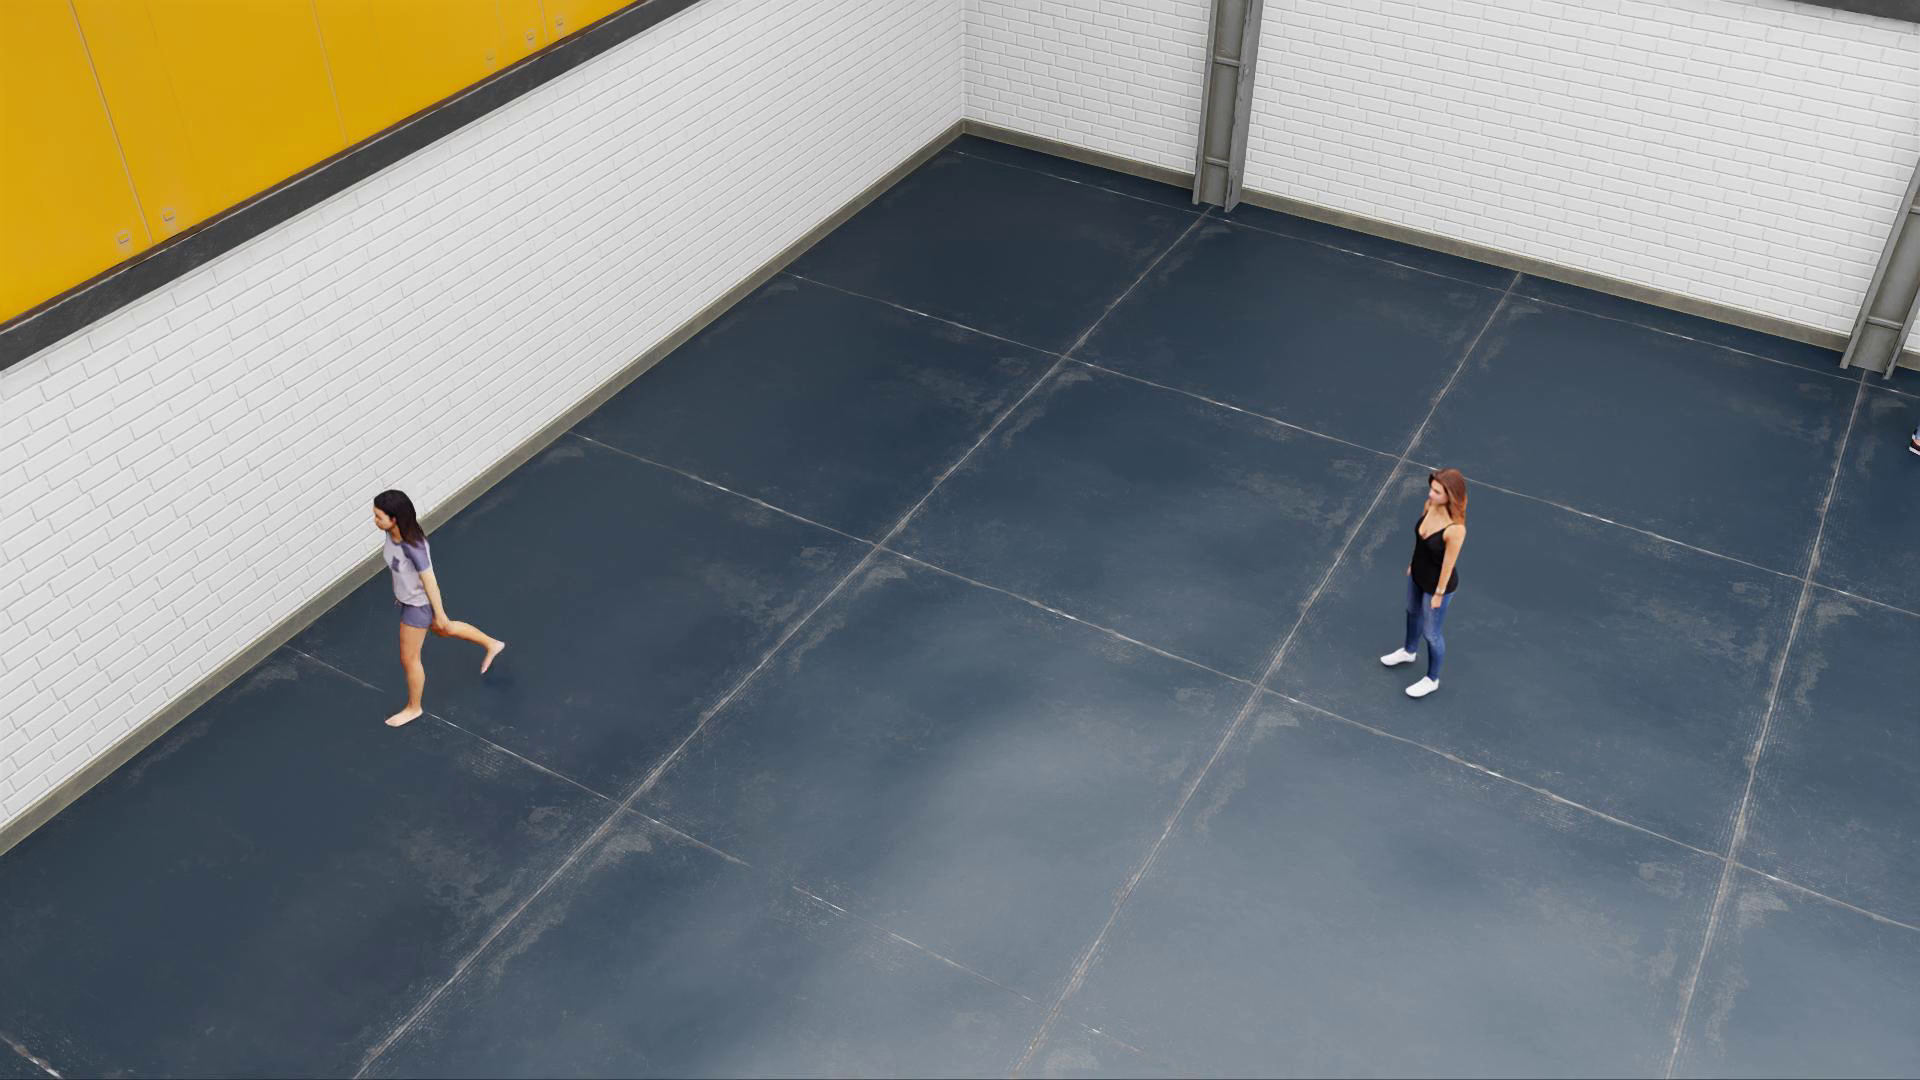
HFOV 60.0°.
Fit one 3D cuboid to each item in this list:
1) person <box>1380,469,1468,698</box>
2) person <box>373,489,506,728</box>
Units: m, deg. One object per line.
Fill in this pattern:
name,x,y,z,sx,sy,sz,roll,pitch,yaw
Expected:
person,3.030,0.243,10.649,0.705,1.719,0.642,-10,40,-12
person,-3.339,0.359,10.521,0.929,1.696,1.147,-27,46,-30
